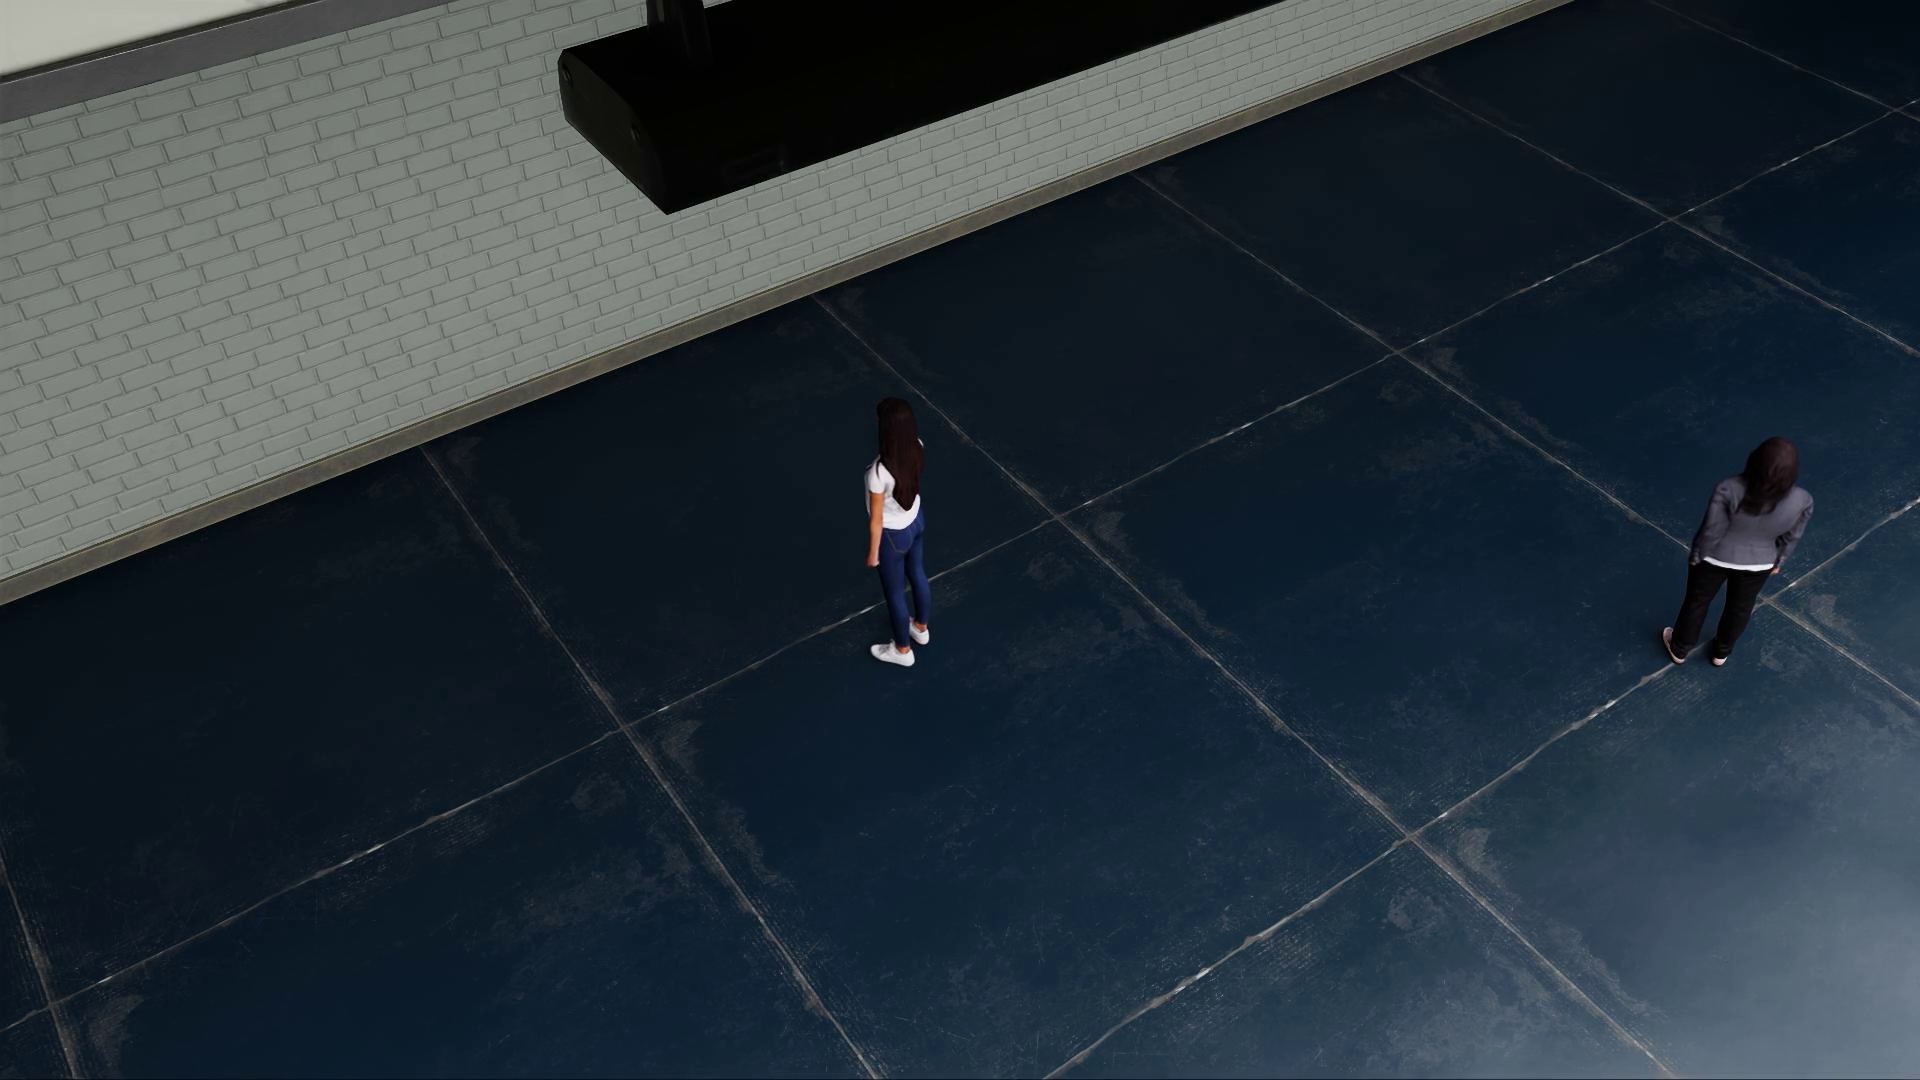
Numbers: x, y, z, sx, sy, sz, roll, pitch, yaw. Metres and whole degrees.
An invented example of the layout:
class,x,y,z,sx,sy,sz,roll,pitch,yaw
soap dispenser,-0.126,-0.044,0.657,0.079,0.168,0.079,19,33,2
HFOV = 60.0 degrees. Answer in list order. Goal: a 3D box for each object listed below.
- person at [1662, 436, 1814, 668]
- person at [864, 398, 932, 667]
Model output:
class,x,y,z,sx,sy,sz,roll,pitch,yaw
person,4.202,0.068,8.998,0.795,1.596,0.860,9,44,9
person,-0.317,-0.036,8.979,0.643,1.774,0.653,21,47,21
